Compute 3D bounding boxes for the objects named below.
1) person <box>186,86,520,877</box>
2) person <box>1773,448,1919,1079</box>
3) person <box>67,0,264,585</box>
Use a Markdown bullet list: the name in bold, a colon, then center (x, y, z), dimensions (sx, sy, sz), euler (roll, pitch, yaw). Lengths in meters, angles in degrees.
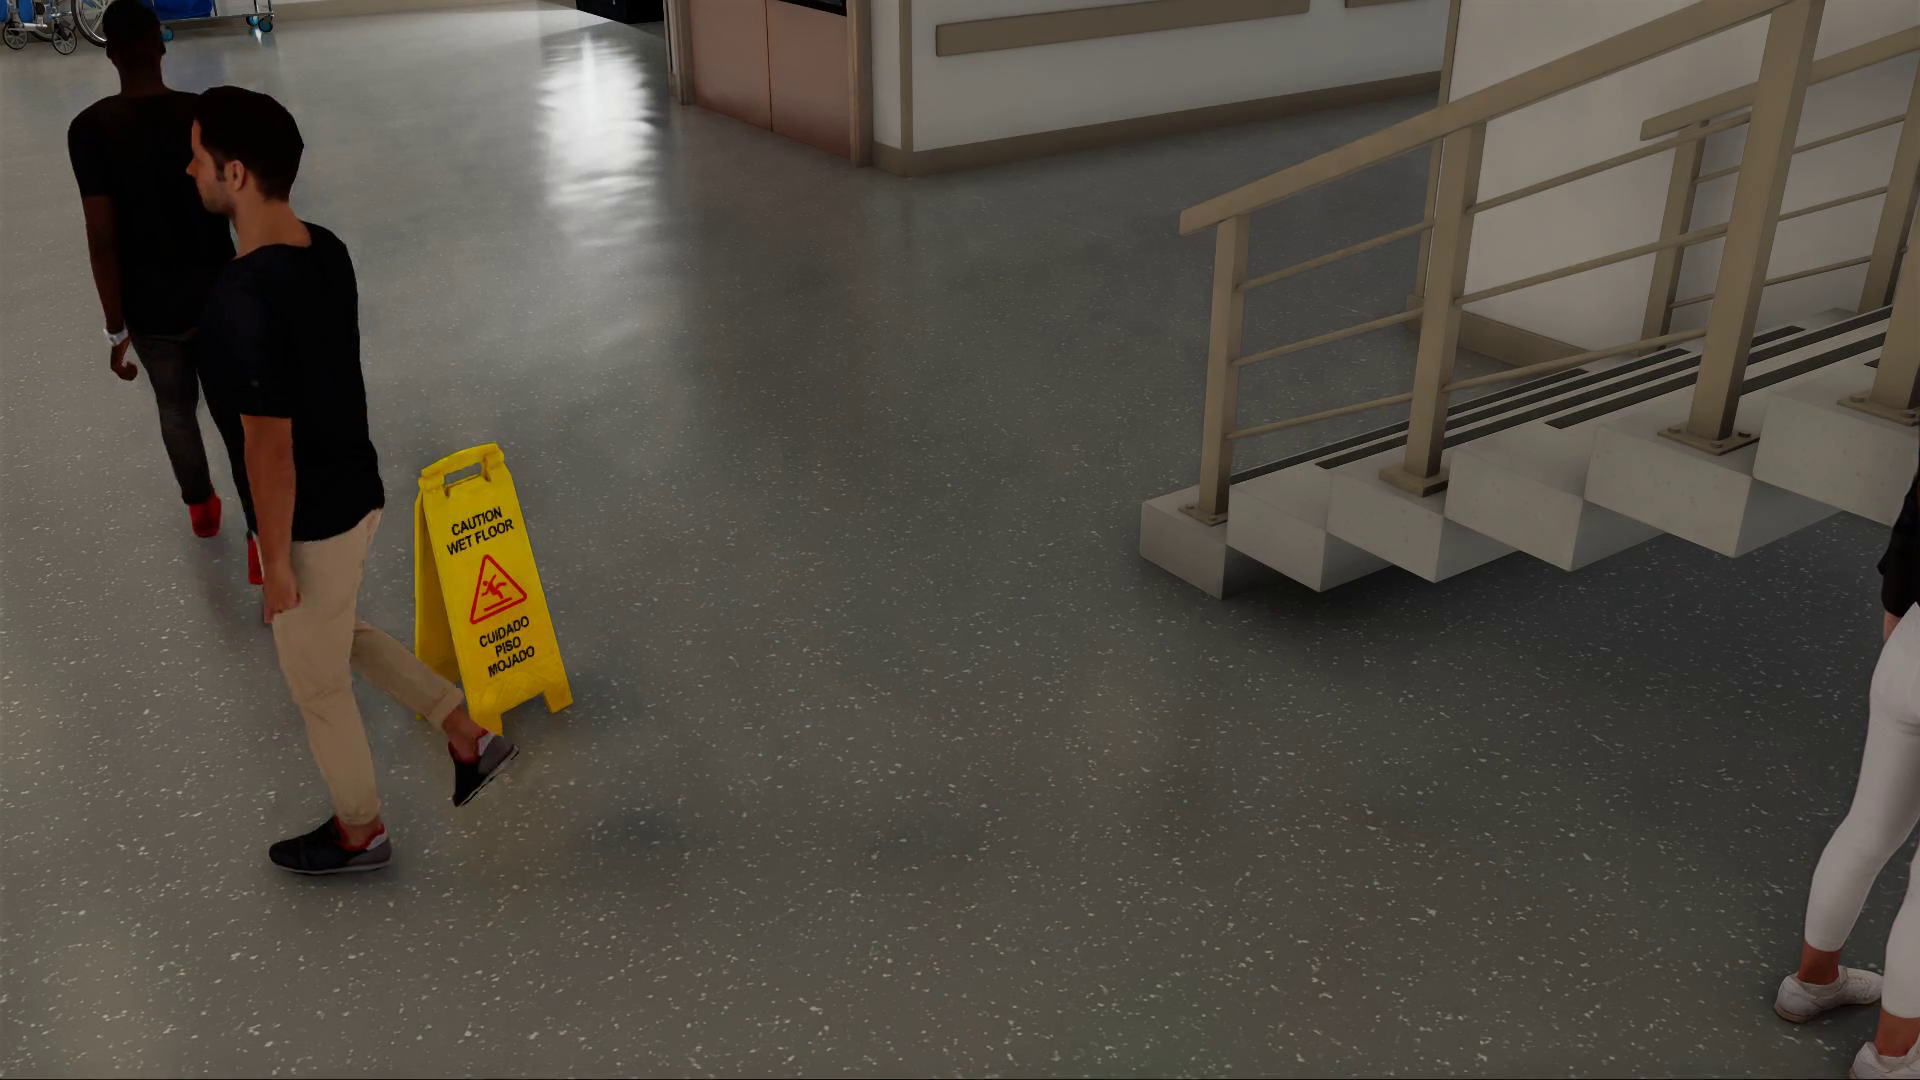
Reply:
- **person**: center (-1.334, -0.058, 3.670), dimensions (0.952, 1.850, 0.917), euler (0, 26, 1)
- **person**: center (1.890, 0.284, 3.129), dimensions (0.734, 1.704, 0.588), euler (-6, 26, -12)
- **person**: center (-2.319, -0.676, 5.043), dimensions (0.765, 1.772, 1.231), euler (-13, 29, -25)
